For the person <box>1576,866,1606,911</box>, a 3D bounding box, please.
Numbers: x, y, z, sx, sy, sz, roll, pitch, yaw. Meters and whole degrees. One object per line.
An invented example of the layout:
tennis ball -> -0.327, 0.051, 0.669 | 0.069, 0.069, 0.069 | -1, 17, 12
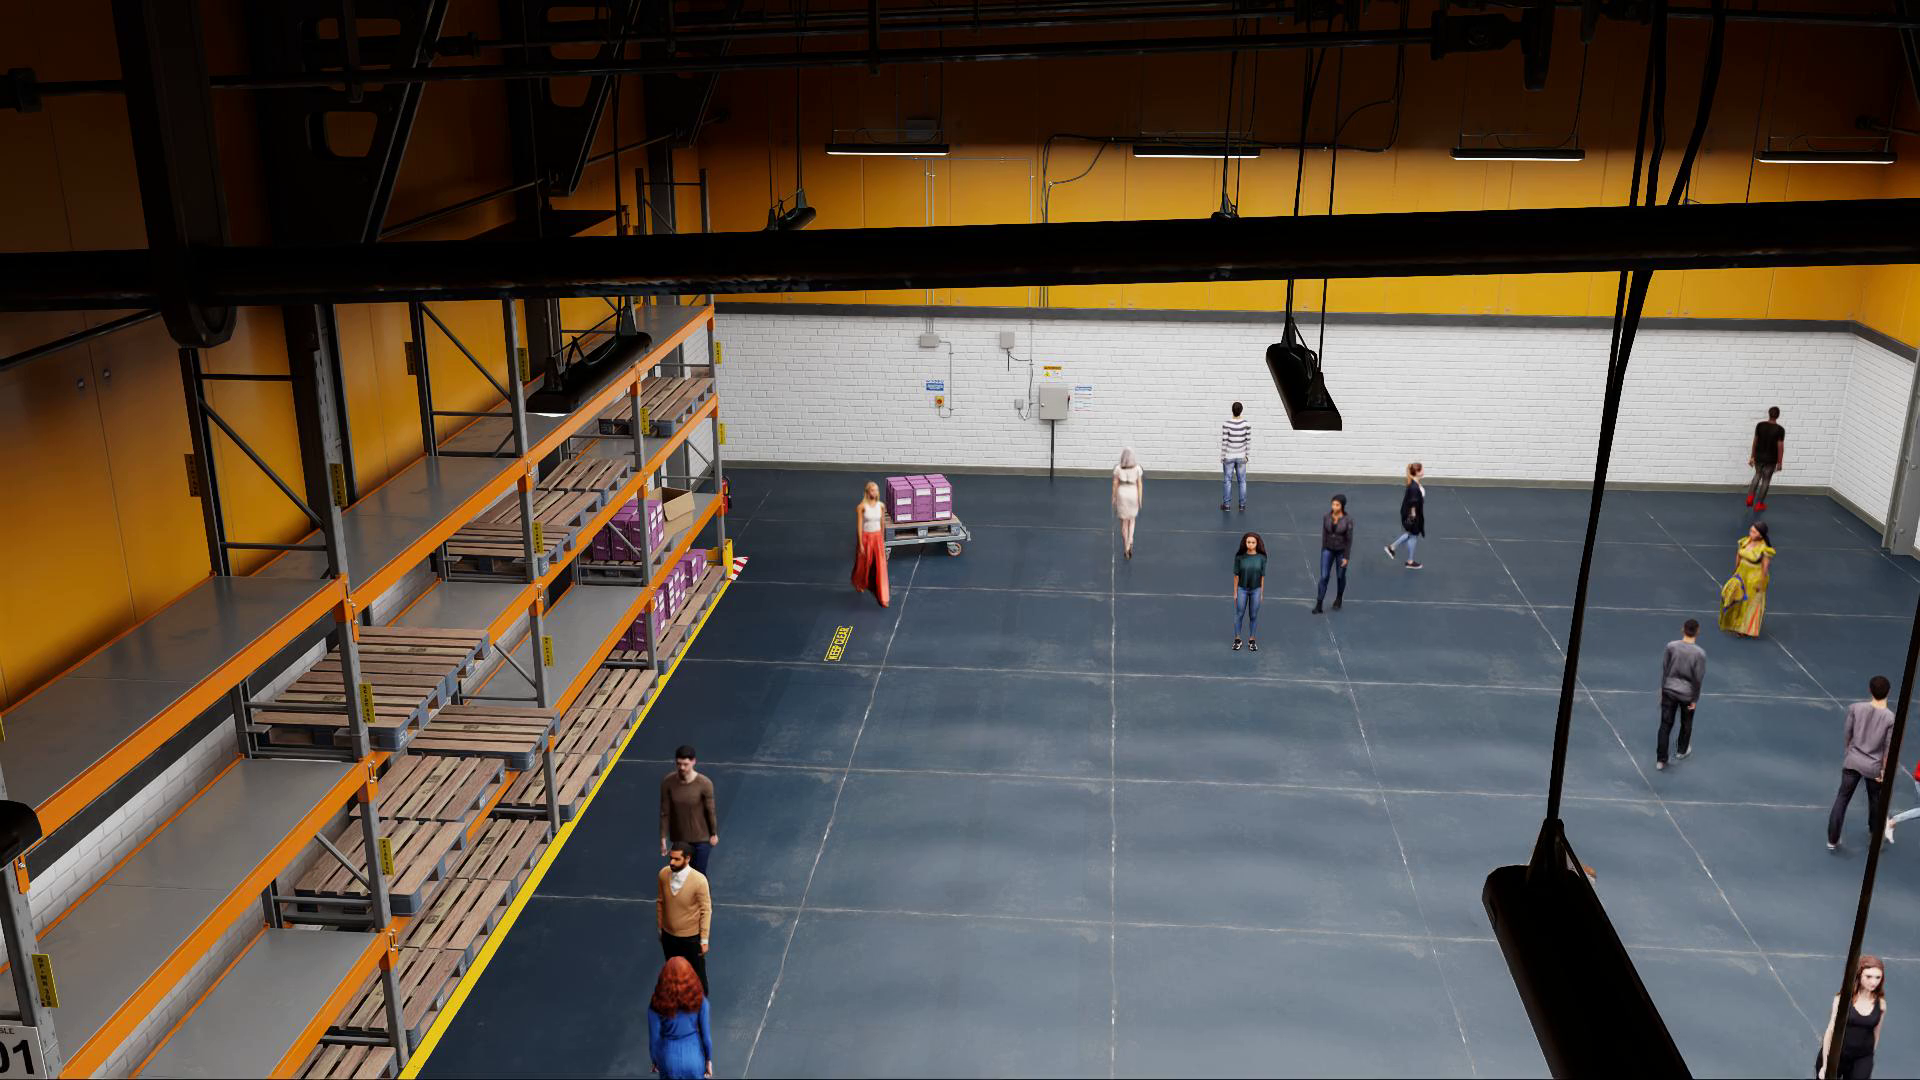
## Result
person -> 5.102, 3.426, 13.890 | 0.628, 1.619, 0.721 | -1, 19, -2

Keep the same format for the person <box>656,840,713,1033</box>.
person -> -2.321, 3.317, 14.004 | 0.730, 1.754, 0.701 | 8, 20, 22

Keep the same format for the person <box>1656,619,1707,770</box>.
person -> 8.046, 1.758, 18.667 | 0.907, 1.733, 1.041 | 13, 22, 33

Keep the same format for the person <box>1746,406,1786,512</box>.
person -> 13.405, -1.339, 27.765 | 0.897, 1.794, 0.836 | -14, 23, -37

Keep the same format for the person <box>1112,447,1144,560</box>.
person -> 2.574, -0.547, 25.550 | 0.613, 1.708, 0.960 | 2, 19, 6

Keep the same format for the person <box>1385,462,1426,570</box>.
person -> 6.736, -0.374, 25.089 | 0.766, 1.674, 0.776 | 4, 19, 13

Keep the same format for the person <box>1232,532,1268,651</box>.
person -> 3.836, 0.665, 22.095 | 0.589, 1.617, 0.580 | 2, 19, 6

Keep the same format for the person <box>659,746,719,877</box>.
person -> -2.500, 2.749, 15.569 | 0.731, 1.832, 1.153 | 3, 19, 9

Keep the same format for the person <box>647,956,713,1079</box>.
person -> -2.032, 3.913, 12.133 | 0.722, 1.818, 0.791 | -5, 19, -13

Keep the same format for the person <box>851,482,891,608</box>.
person -> -1.329, 0.034, 23.744 | 1.029, 1.760, 1.307 | -8, 20, -22

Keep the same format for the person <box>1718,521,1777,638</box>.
person -> 10.739, 0.511, 22.498 | 1.000, 1.650, 0.948 | -11, 22, -31

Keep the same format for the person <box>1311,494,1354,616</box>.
person -> 5.323, 0.196, 23.351 | 0.961, 1.704, 1.227 | 11, 21, 29

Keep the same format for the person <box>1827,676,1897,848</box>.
person -> 9.165, 2.306, 16.932 | 1.096, 1.801, 1.229 | 17, 25, 41

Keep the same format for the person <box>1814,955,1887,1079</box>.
person -> 6.623, 3.842, 12.503 | 0.607, 1.717, 1.103 | 3, 19, 8

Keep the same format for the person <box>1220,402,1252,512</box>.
person -> 4.612, -1.408, 27.879 | 0.666, 1.853, 0.562 | 0, 19, -1
